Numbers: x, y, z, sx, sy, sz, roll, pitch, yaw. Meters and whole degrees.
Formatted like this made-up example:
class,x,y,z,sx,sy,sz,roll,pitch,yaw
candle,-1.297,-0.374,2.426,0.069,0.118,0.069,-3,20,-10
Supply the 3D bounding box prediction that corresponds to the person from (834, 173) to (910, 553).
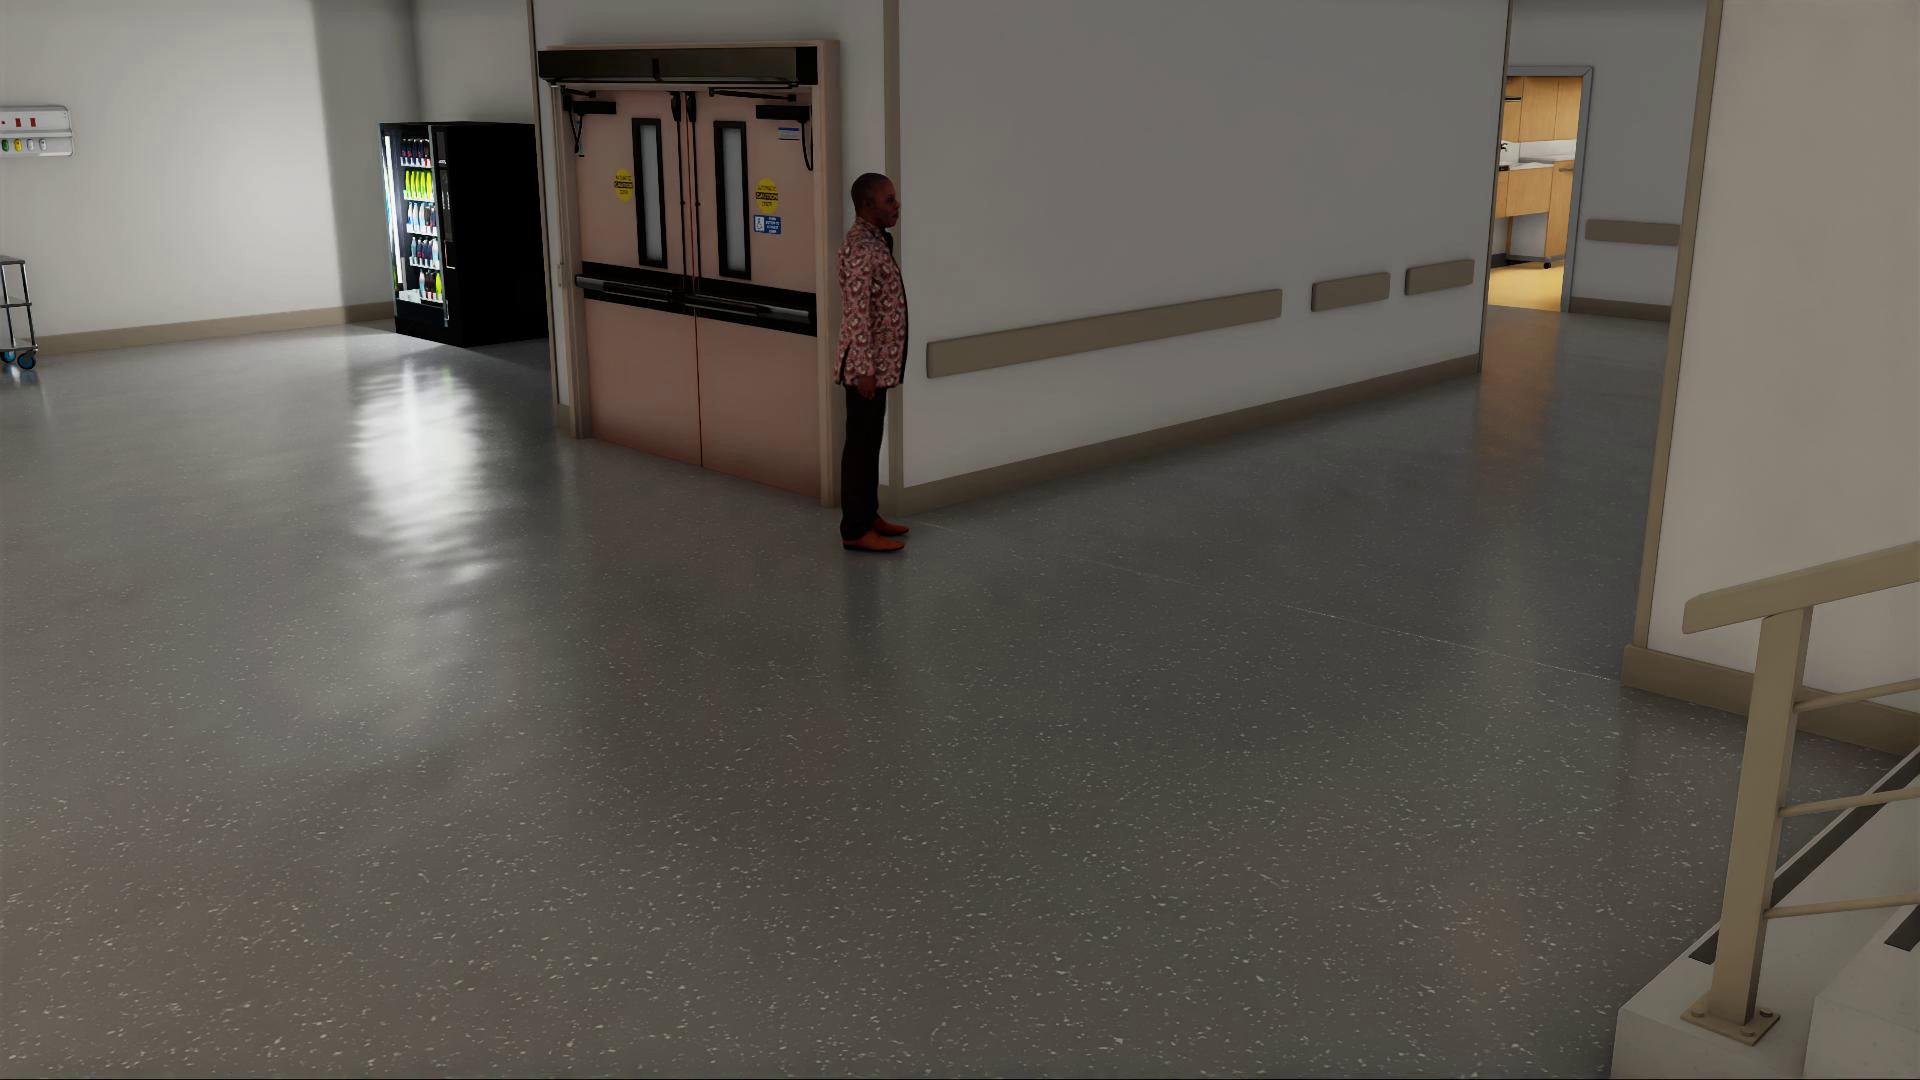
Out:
class,x,y,z,sx,sy,sz,roll,pitch,yaw
person,-0.456,-0.864,8.073,0.811,1.804,0.768,1,16,4
